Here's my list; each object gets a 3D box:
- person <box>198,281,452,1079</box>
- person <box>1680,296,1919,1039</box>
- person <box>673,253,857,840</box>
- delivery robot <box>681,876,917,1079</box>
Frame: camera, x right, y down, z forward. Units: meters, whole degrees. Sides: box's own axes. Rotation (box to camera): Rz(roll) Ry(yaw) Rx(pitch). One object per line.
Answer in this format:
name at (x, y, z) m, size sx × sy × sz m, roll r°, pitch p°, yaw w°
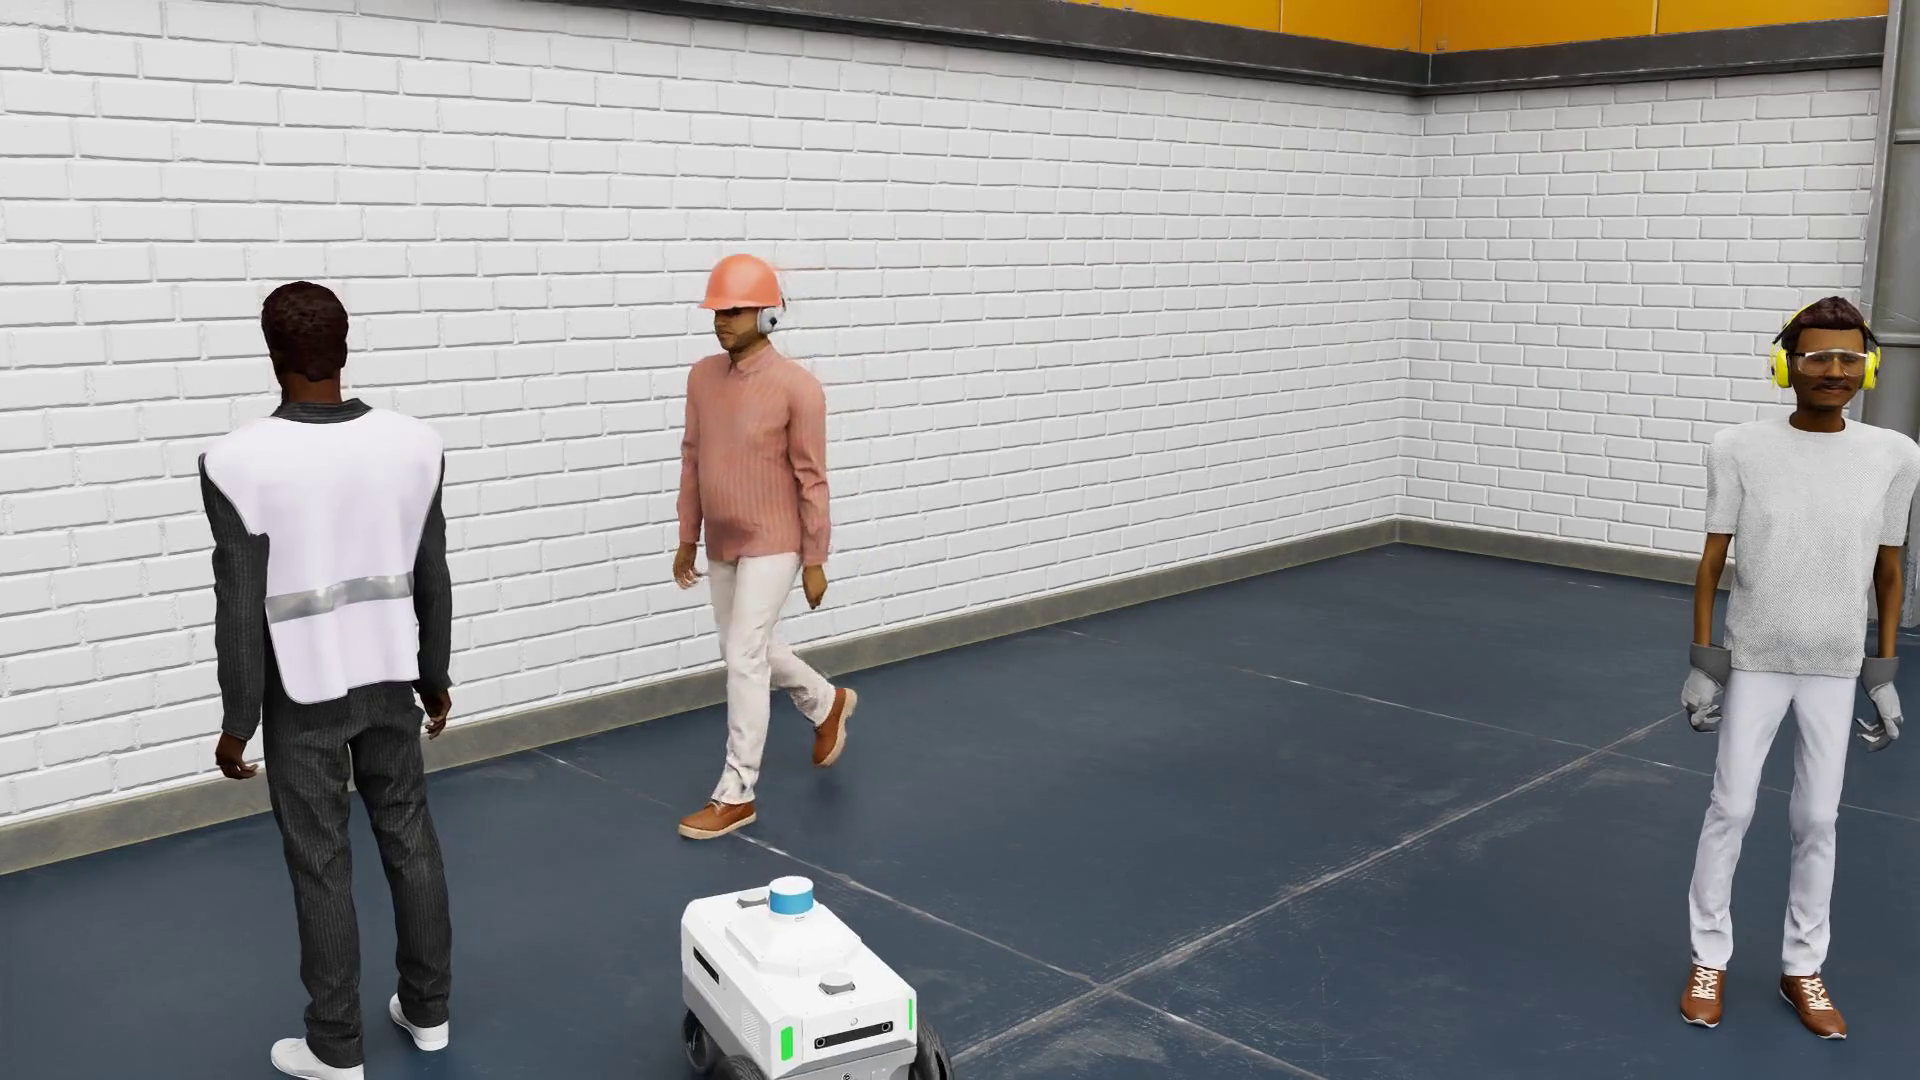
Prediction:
person at (-1.470, 0.363, 3.968) m, size 0.373 × 1.891 × 0.596 m, roll 9°, pitch 14°, yaw 40°
person at (2.110, 0.335, 4.210) m, size 0.513 × 1.862 × 0.328 m, roll 3°, pitch 11°, yaw 13°
person at (-0.665, -0.008, 5.805) m, size 0.616 × 1.967 × 0.874 m, roll 9°, pitch 14°, yaw 41°
delivery robot at (-0.383, 1.015, 3.809) m, size 0.477 × 0.478 × 0.707 m, roll -5°, pitch 12°, yaw -27°
